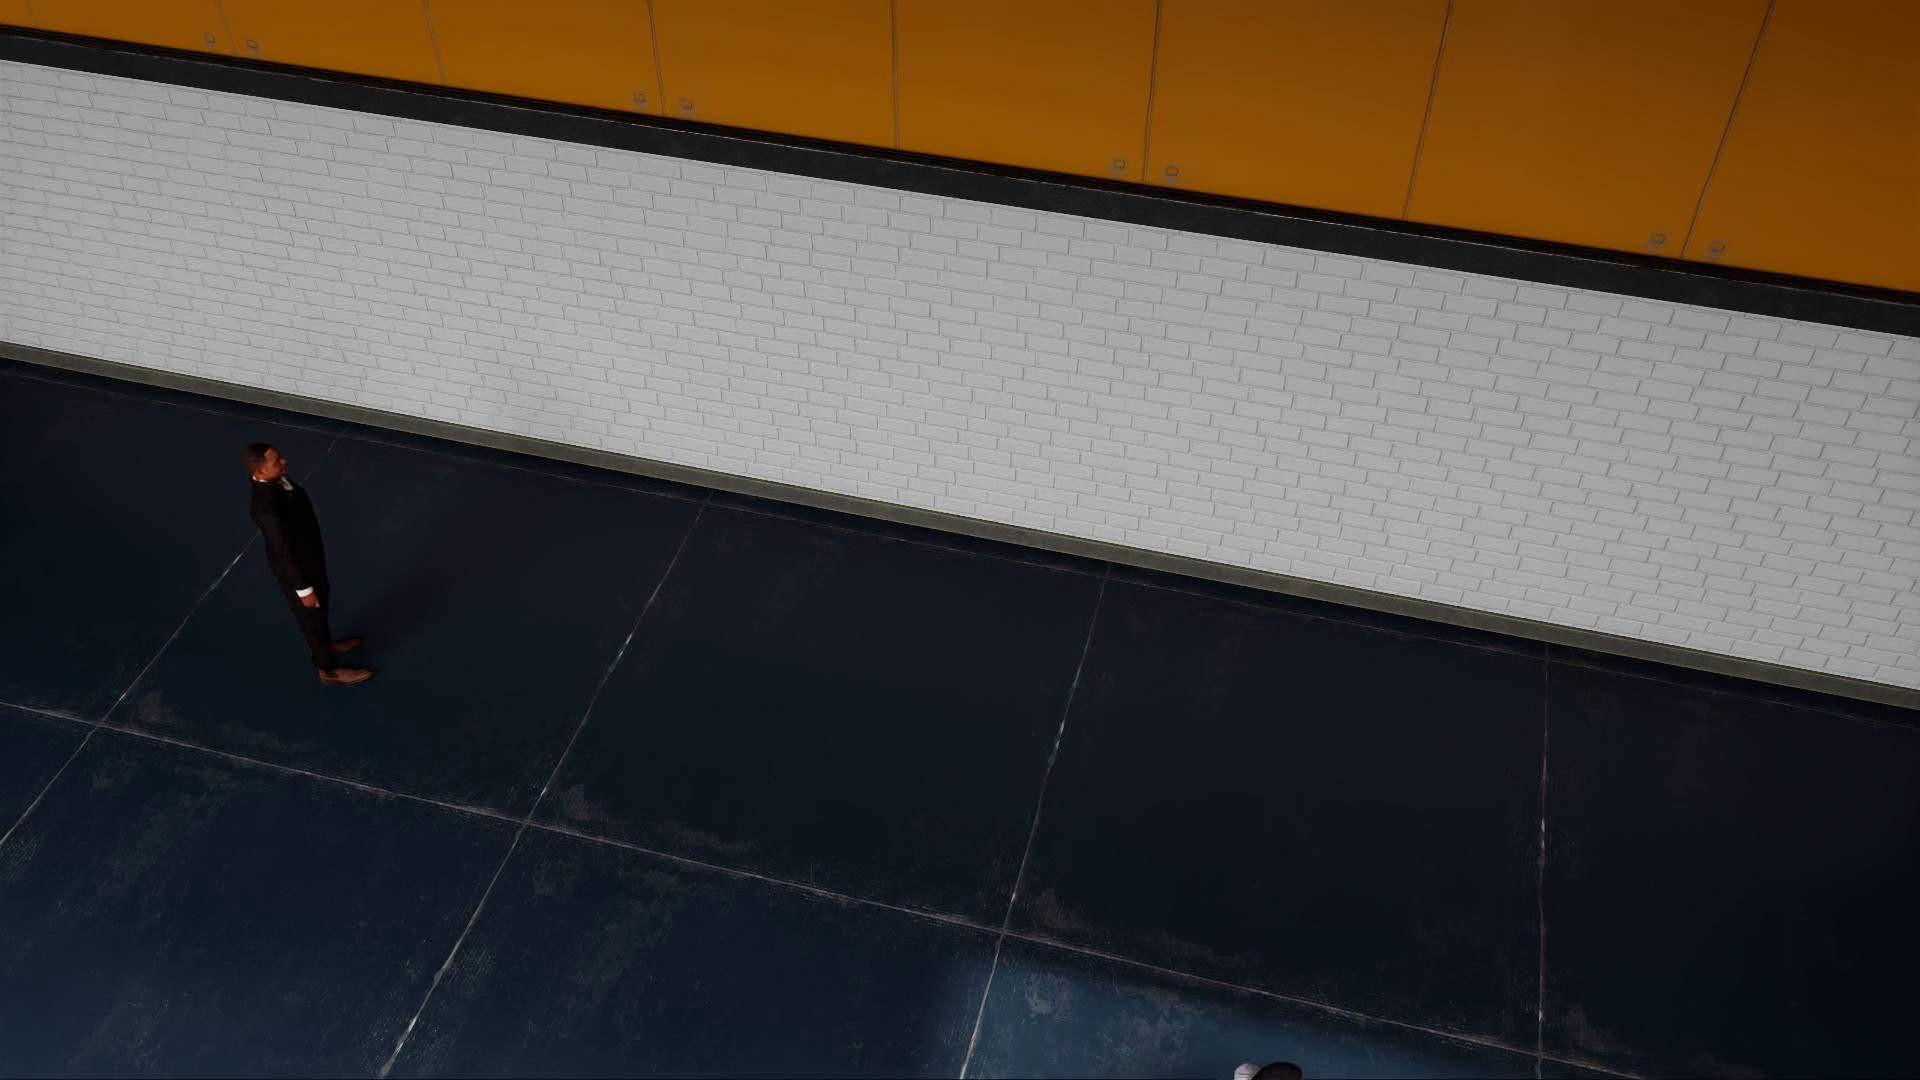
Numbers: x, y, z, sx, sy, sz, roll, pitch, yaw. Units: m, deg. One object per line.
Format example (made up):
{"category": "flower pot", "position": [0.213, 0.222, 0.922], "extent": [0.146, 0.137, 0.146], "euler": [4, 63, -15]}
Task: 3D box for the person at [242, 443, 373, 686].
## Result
{"category": "person", "position": [-4.150, 0.142, 10.425], "extent": [0.862, 1.904, 0.765], "euler": [-15, 46, -15]}
